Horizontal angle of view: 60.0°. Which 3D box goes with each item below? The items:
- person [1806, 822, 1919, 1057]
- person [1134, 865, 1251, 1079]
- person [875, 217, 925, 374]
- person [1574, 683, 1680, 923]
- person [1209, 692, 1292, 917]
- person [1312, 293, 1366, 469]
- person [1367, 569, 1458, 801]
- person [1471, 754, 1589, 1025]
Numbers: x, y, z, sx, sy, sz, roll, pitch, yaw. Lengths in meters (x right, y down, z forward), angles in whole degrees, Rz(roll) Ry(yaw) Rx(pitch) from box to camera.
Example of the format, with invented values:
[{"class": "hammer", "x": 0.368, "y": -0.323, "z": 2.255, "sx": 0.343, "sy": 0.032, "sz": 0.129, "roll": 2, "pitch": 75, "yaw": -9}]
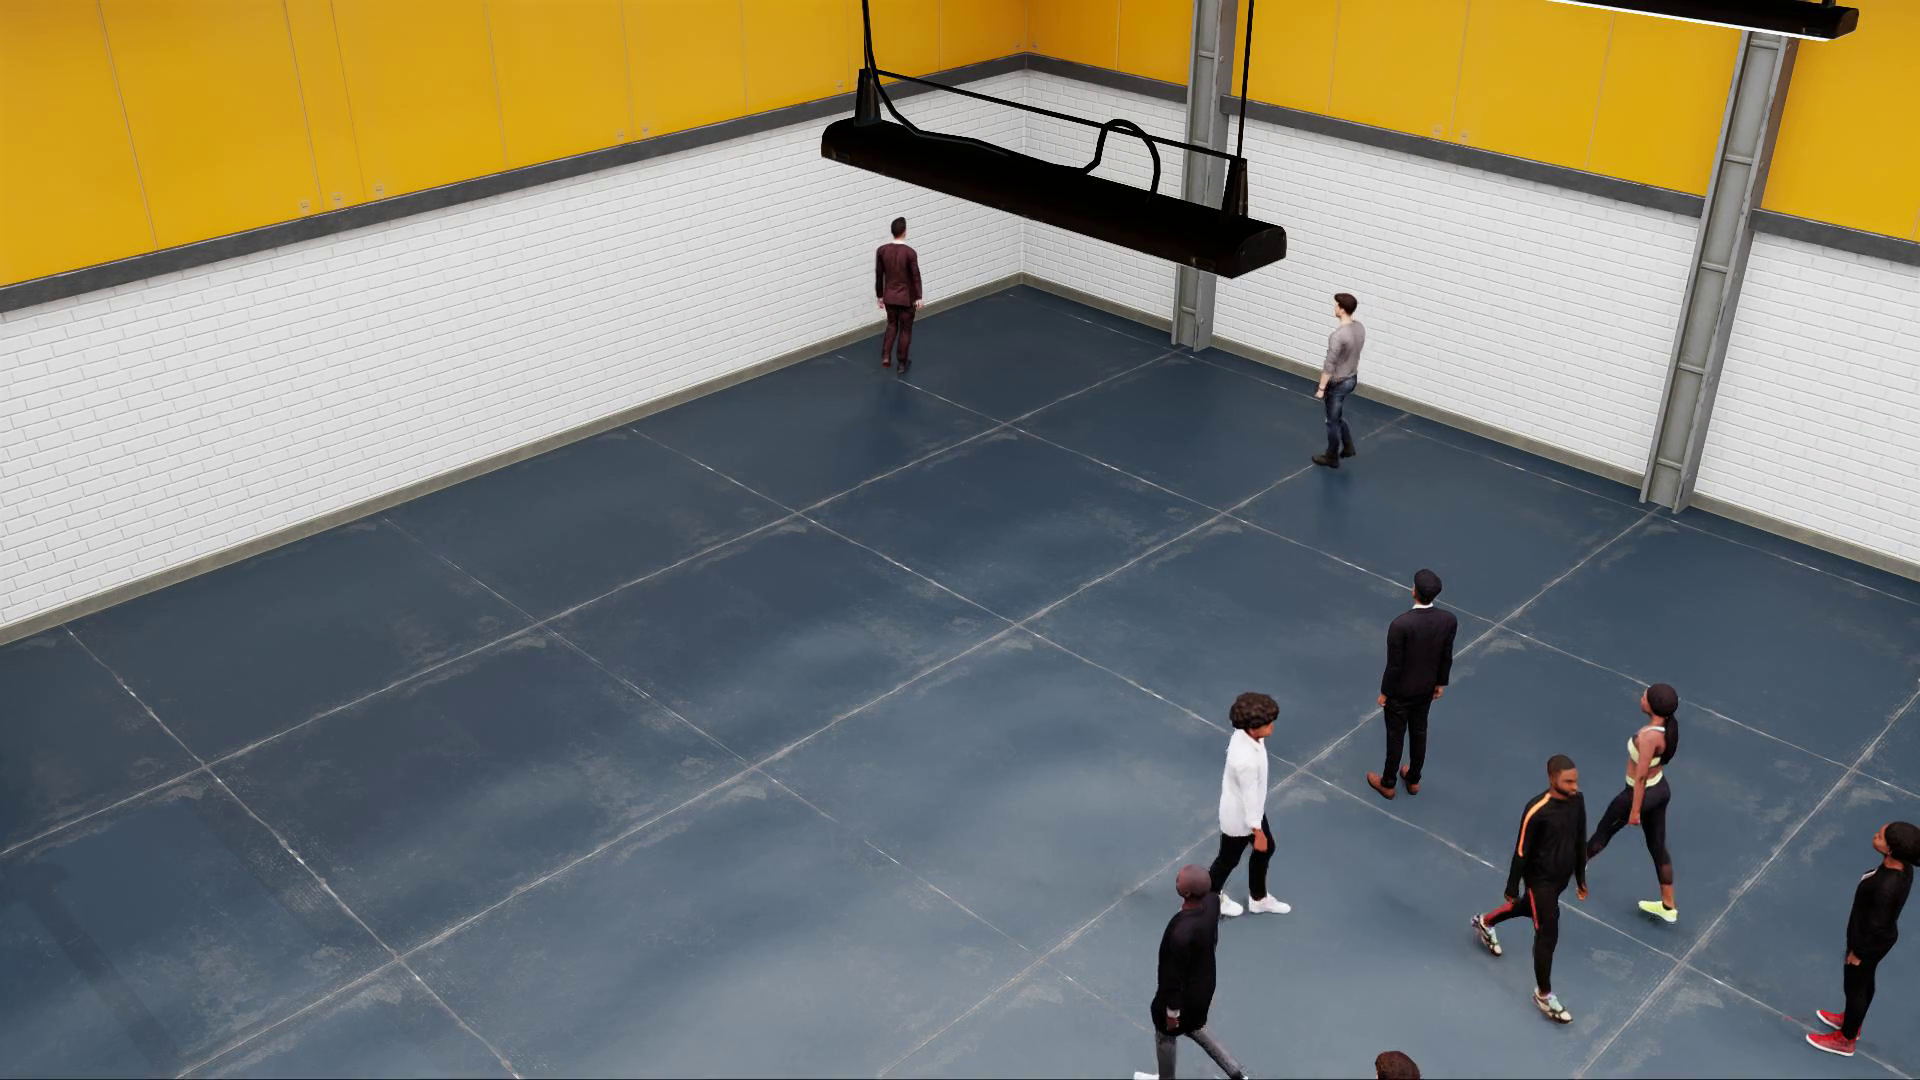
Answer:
[{"class": "person", "x": 5.448, "y": 2.371, "z": 9.938, "sx": 0.534, "sy": 1.674, "sz": 0.613, "roll": 22, "pitch": 35, "yaw": 34}, {"class": "person", "x": 1.368, "y": 2.601, "z": 9.445, "sx": 1.027, "sy": 1.742, "sz": 0.736, "roll": 20, "pitch": 34, "yaw": 32}, {"class": "person", "x": -0.722, "y": -2.786, "z": 19.206, "sx": 0.821, "sy": 1.852, "sz": 0.885, "roll": 11, "pitch": 30, "yaw": 19}, {"class": "person", "x": 4.607, "y": 1.766, "z": 11.020, "sx": 0.656, "sy": 1.700, "sz": 1.180, "roll": -21, "pitch": 35, "yaw": -34}, {"class": "person", "x": 1.777, "y": 1.763, "z": 10.934, "sx": 0.963, "sy": 1.788, "sz": 0.864, "roll": 7, "pitch": 29, "yaw": 13}, {"class": "person", "x": 3.954, "y": -1.585, "z": 16.957, "sx": 0.688, "sy": 1.897, "sz": 0.724, "roll": 24, "pitch": 37, "yaw": 37}, {"class": "person", "x": 3.296, "y": 1.052, "z": 12.138, "sx": 0.775, "sy": 1.883, "sz": 0.739, "roll": -8, "pitch": 30, "yaw": -15}, {"class": "person", "x": 3.596, "y": 2.057, "z": 10.411, "sx": 0.794, "sy": 1.773, "sz": 1.216, "roll": -18, "pitch": 33, "yaw": -29}]
